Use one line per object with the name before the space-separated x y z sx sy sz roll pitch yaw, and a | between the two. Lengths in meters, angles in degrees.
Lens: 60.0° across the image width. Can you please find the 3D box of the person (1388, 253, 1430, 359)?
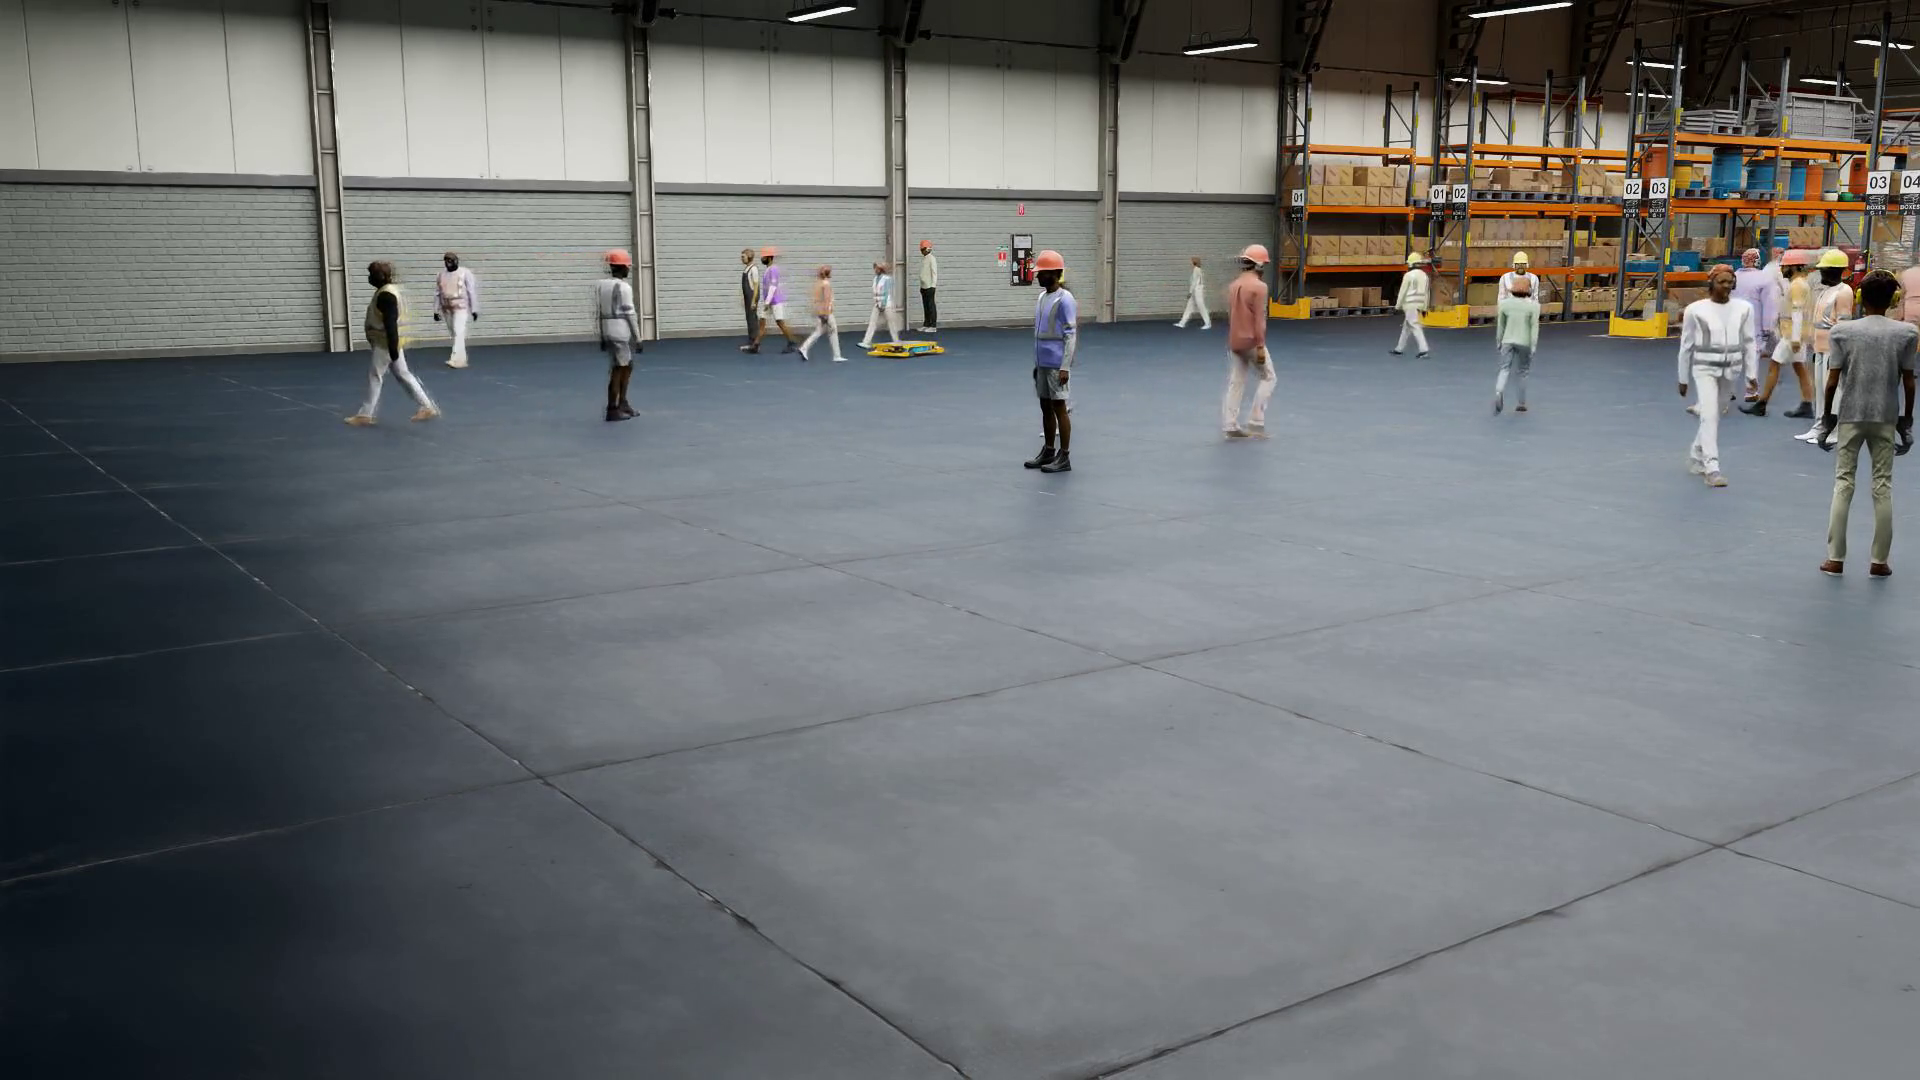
person | 7.721 -3.989 28.326 0.584 1.793 0.926 -9 14 -42

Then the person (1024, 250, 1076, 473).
person | 0.787 -1.561 14.596 0.361 1.935 0.553 -5 12 -26

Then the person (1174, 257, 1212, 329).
person | 5.241 -5.499 37.123 0.857 1.593 0.526 1 10 6

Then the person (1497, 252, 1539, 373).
person | 8.364 -3.396 24.947 0.591 1.833 0.403 1 10 7

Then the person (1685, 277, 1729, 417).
person | 8.690 -2.256 19.201 0.883 1.641 0.547 -5 12 -27

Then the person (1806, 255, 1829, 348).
person | 15.926 -4.412 30.839 0.492 1.724 0.438 4 11 21

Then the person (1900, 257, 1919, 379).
person | 13.991 -3.271 24.102 0.756 1.880 0.680 -7 12 -34

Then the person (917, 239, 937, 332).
person | -0.711 -5.505 36.059 0.395 1.993 0.614 -5 11 -26

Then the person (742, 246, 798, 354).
person | -3.338 -4.222 29.345 0.983 1.892 0.551 -5 11 -26

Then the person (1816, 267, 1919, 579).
person | 5.482 -0.701 10.064 0.520 1.874 0.327 5 11 25

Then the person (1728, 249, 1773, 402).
person | 9.855 -2.681 20.825 0.410 1.909 0.643 -8 13 -36

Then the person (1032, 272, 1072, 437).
person | 0.989 -1.952 17.224 0.459 1.755 0.540 -10 14 -43

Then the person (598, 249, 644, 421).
person | -3.753 -2.292 18.660 0.640 1.913 0.560 -9 13 -39

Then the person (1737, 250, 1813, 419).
person | 9.372 -2.342 18.978 0.903 1.896 0.566 6 12 32

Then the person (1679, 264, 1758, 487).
person | 6.371 -1.411 14.063 0.578 1.843 0.975 0 10 -1

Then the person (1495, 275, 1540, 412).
person | 6.485 -2.280 19.429 0.501 1.619 0.640 7 13 34

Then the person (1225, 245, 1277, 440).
person | 2.965 -1.991 16.853 0.620 1.968 0.647 -5 11 -24

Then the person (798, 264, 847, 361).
person | -2.275 -3.738 27.417 0.762 1.614 0.518 -4 11 -21

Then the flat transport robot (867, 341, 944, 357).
flat transport robot | -0.934 -3.323 28.827 0.652 0.197 1.431 6 12 31

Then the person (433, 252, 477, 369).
person | -7.966 -3.579 25.999 0.659 1.808 0.887 3 11 16

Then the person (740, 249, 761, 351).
person | -3.780 -4.319 29.976 0.328 1.842 0.515 -5 11 -24

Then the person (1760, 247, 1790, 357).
person | 14.095 -4.062 28.500 0.841 1.874 0.649 1 10 5

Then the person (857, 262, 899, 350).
person | -1.454 -4.268 30.390 0.874 1.593 0.519 -9 14 -41

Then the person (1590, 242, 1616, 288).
person | 17.536 -7.168 45.463 0.757 1.893 0.597 -6 12 -29

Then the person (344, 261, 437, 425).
person | -6.289 -2.170 18.334 0.963 1.799 0.641 -3 11 -15

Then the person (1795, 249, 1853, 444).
person | 8.652 -1.918 16.579 0.360 1.930 0.586 2 10 9
